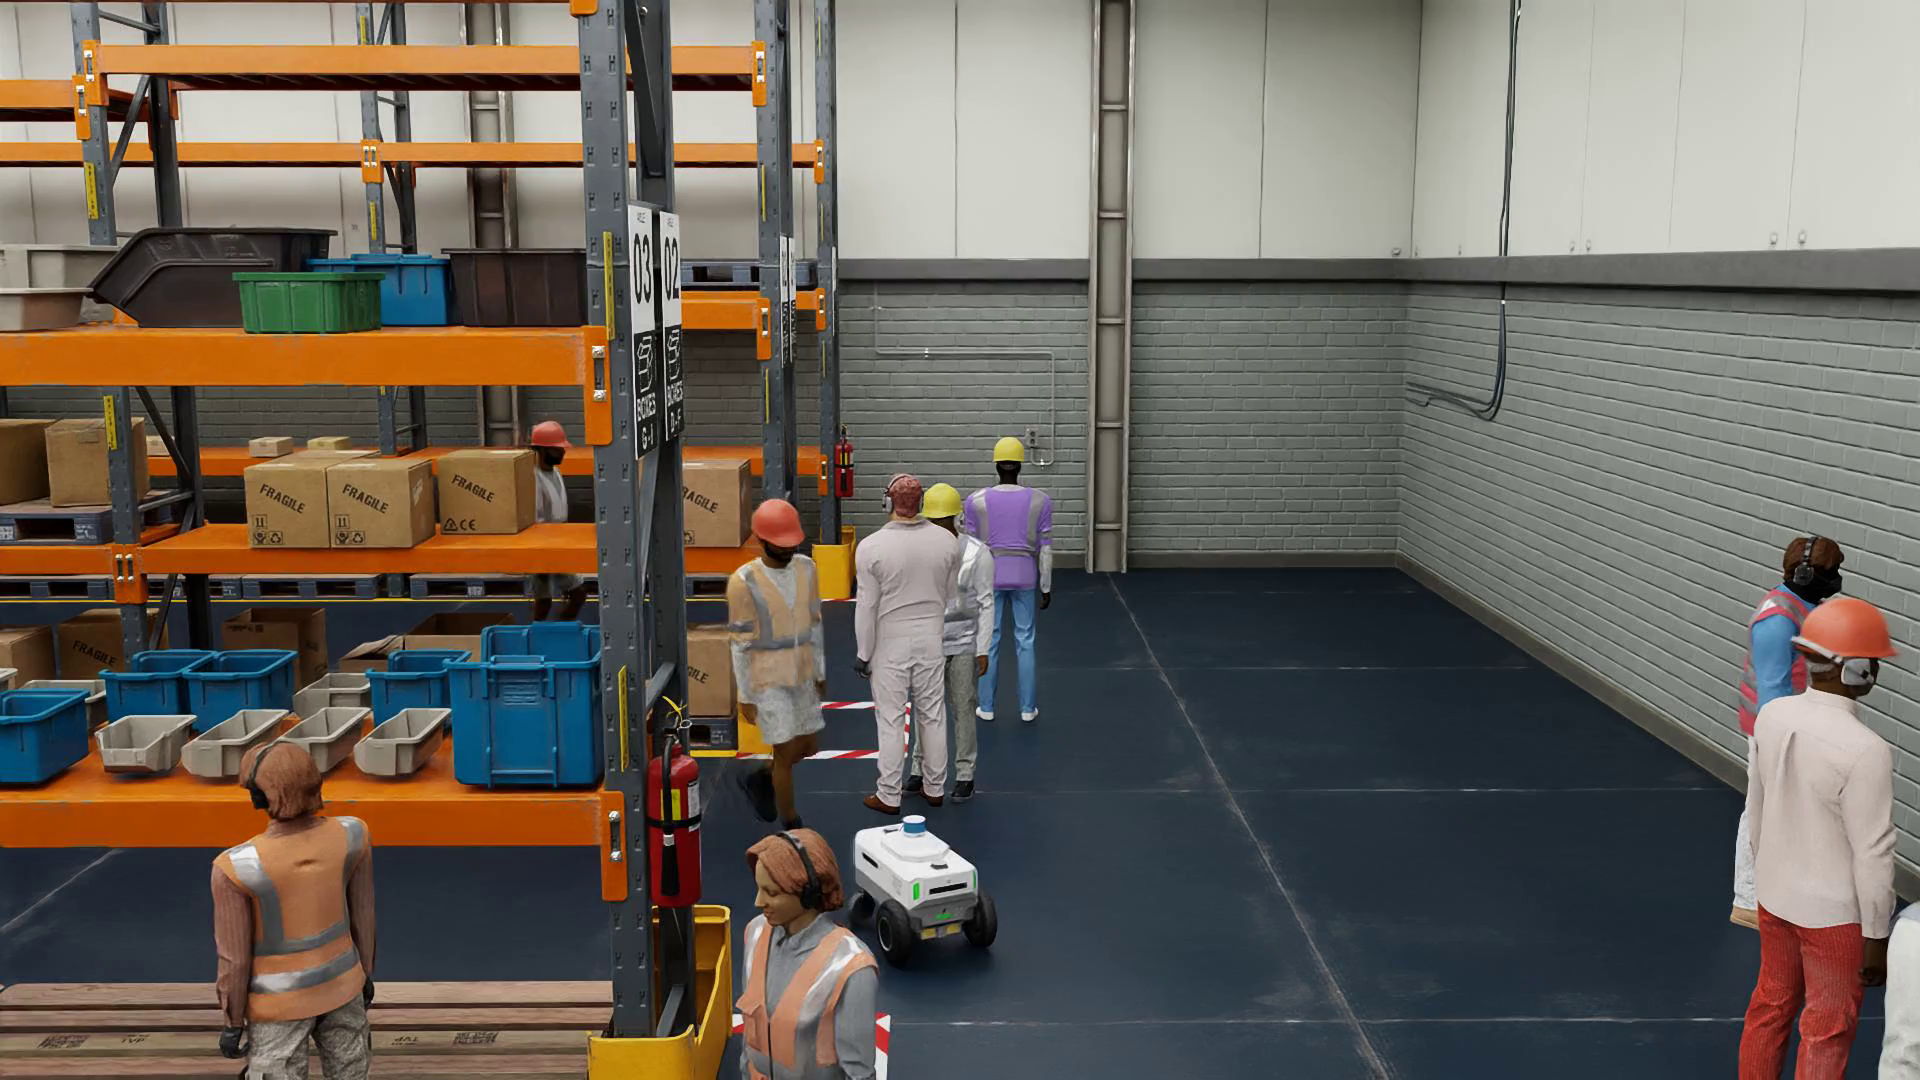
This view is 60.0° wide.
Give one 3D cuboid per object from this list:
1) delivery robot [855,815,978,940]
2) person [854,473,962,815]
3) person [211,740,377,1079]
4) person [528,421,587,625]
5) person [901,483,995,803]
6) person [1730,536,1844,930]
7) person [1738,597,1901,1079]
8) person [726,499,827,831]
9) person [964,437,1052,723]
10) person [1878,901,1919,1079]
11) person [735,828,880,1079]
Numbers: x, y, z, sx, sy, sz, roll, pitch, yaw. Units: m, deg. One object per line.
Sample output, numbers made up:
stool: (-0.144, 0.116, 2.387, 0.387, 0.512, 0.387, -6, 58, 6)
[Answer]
delivery robot: (-0.206, 1.492, 7.534, 0.477, 0.478, 0.707, -4, 10, -26)
person: (-0.312, 0.578, 9.290, 0.642, 1.909, 0.410, -5, 11, -29)
person: (-1.993, 1.405, 5.046, 0.307, 1.637, 0.512, 7, 12, 38)
person: (-2.963, 0.090, 12.221, 0.496, 1.923, 0.569, 2, 9, 11)
person: (-0.104, 0.582, 9.497, 0.600, 1.829, 0.404, 4, 10, 22)
person: (3.825, 0.884, 7.655, 0.431, 1.835, 0.624, 8, 12, 40)
person: (2.791, 1.169, 5.392, 0.375, 1.996, 0.611, -2, 9, -10)
person: (-0.970, 0.701, 8.593, 0.604, 1.895, 0.696, -8, 12, -42)
person: (0.323, 0.269, 11.155, 0.588, 1.918, 0.392, 0, 9, 1)
person: (2.403, 1.452, 3.840, 0.602, 1.937, 0.406, -1, 9, -8)
person: (-0.386, 1.530, 4.306, 0.315, 1.631, 0.523, -9, 13, -43)
